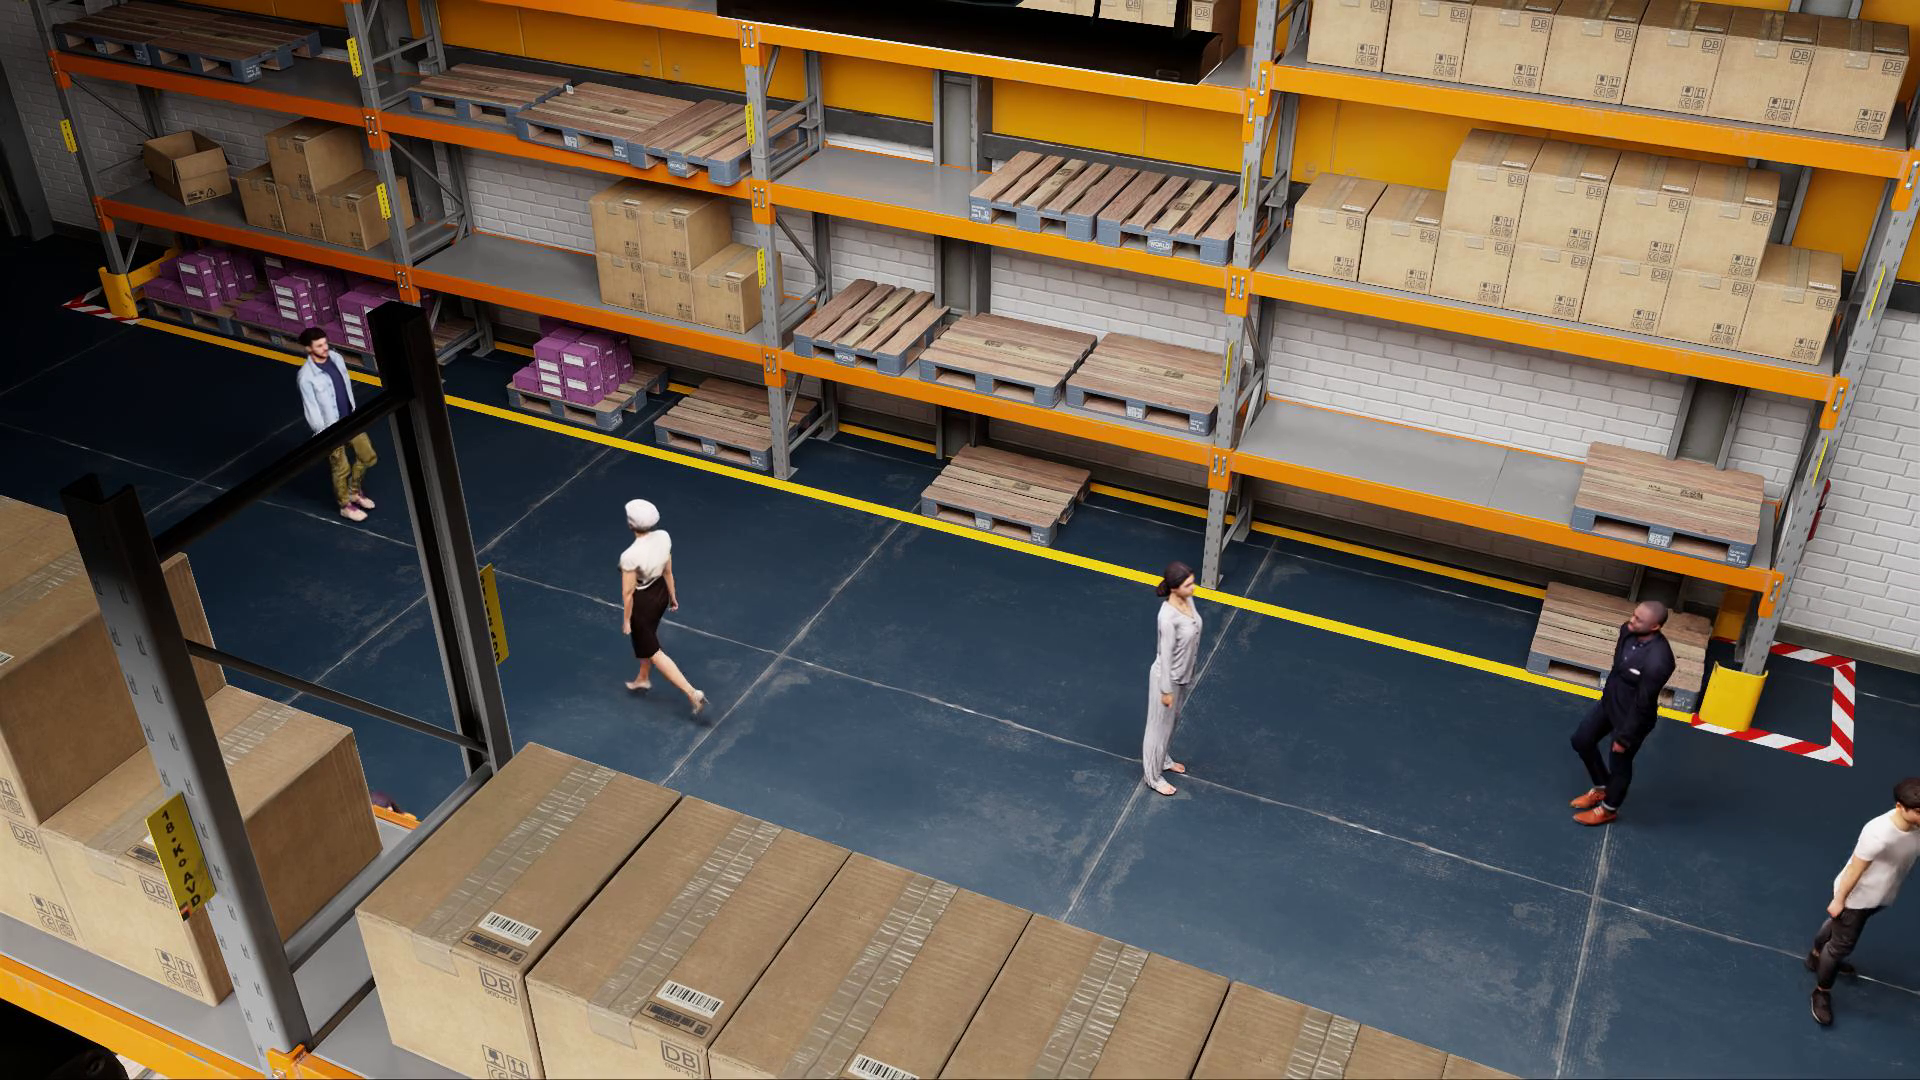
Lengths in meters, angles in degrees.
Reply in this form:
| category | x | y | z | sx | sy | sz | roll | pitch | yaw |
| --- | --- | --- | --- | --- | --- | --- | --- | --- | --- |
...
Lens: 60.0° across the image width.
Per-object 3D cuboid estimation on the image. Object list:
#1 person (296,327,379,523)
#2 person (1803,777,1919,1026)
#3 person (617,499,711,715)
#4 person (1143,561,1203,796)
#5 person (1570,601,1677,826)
| category | x | y | z | sx | sy | sz | roll | pitch | yaw |
| --- | --- | --- | --- | --- | --- | --- | --- | --- | --- |
| person | -5.292 | -0.979 | 13.932 | 0.612 | 1.798 | 0.685 | 13 | 36 | 19 |
| person | 5.208 | 1.971 | 9.577 | 0.835 | 1.705 | 0.875 | -22 | 39 | -29 |
| person | -2.133 | 0.524 | 11.738 | 1.055 | 1.724 | 0.683 | 17 | 37 | 24 |
| person | 1.404 | 0.900 | 11.127 | 0.519 | 1.773 | 0.581 | 15 | 36 | 21 |
| person | 4.376 | 1.129 | 10.751 | 0.858 | 1.810 | 0.847 | -3 | 34 | -4 |
